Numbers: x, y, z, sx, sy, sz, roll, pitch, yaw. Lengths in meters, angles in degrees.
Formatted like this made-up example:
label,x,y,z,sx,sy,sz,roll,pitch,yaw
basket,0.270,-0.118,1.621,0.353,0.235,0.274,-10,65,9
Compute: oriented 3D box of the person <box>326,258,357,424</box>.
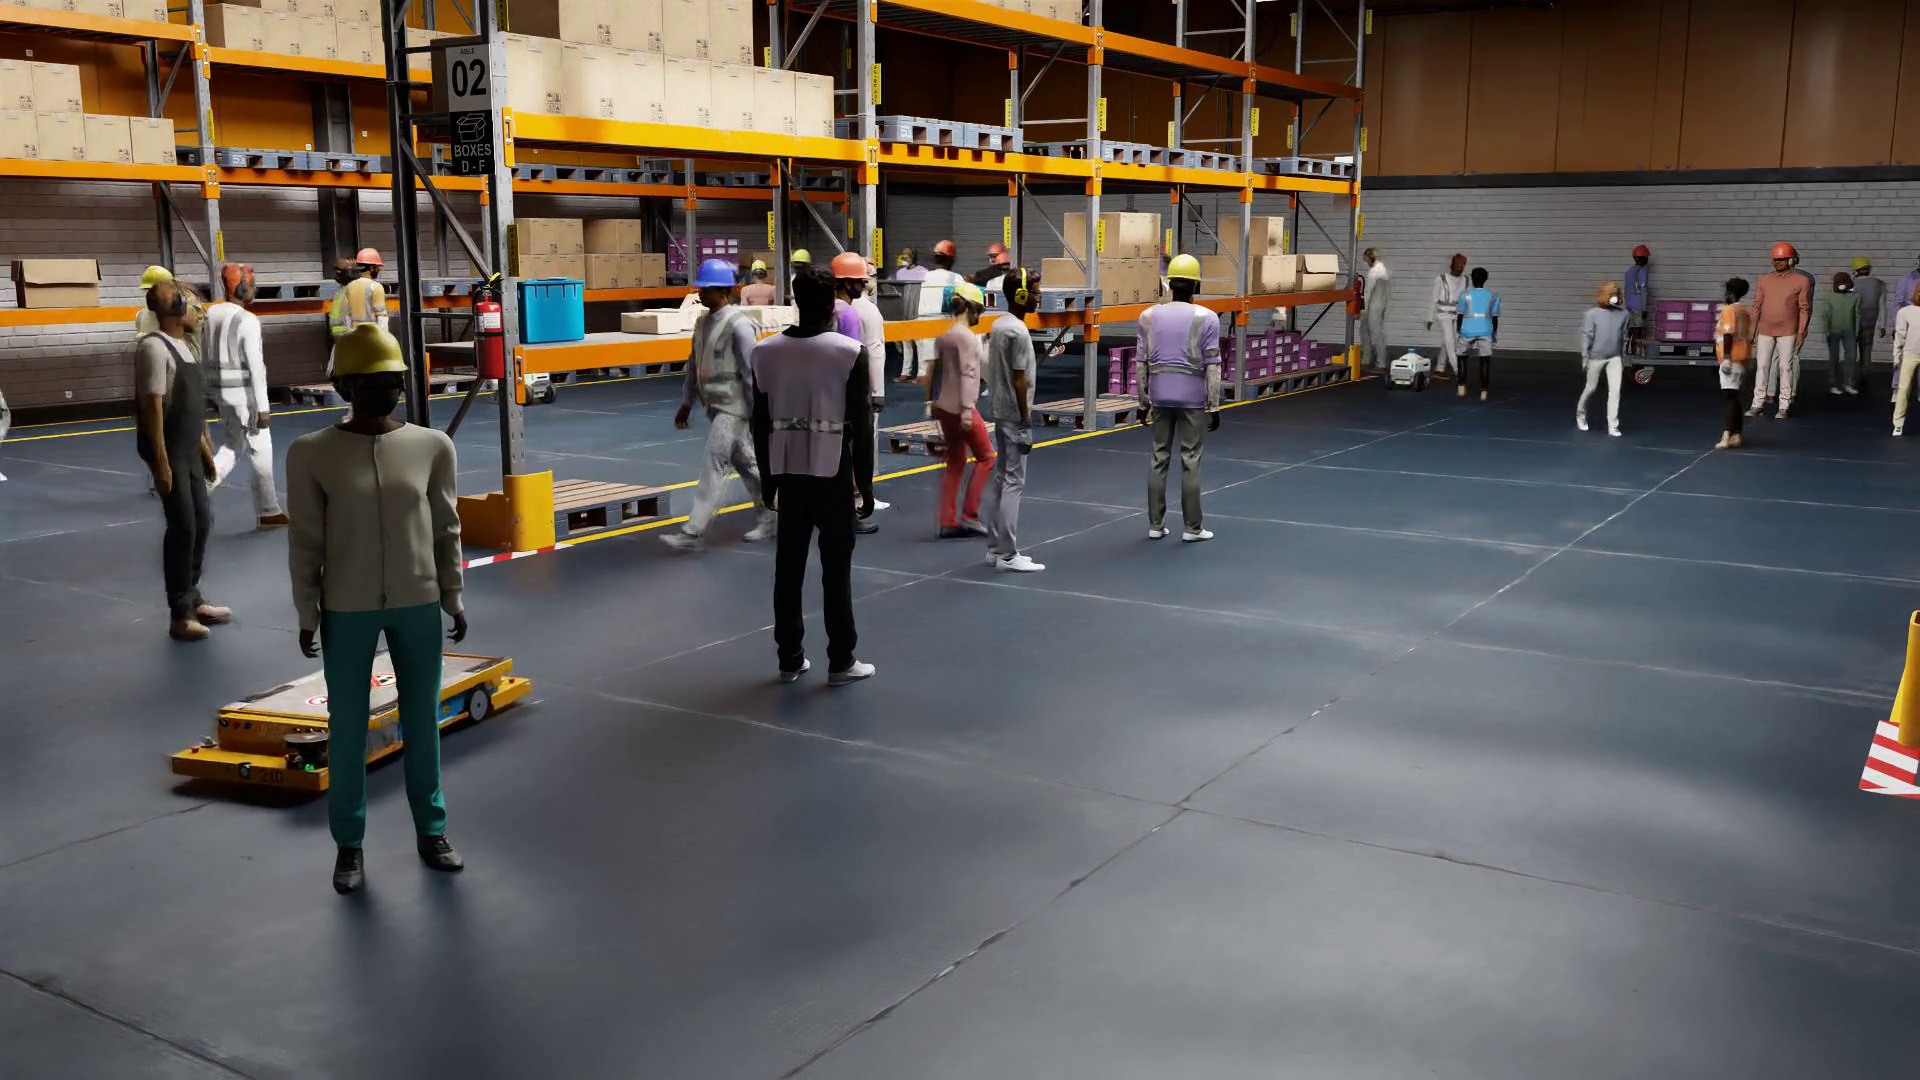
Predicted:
label,x,y,z,sx,sy,sz,roll,pitch,yaw
person,-6.662,-2.152,18.144,0.463,1.823,0.639,-8,13,-36

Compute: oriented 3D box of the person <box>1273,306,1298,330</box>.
label,x,y,z,sx,sy,sz,roll,pitch,yaw
person,4.972,-3.368,25.457,0.364,1.618,0.527,-8,13,-37

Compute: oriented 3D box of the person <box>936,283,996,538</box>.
label,x,y,z,sx,sy,sz,roll,pitch,yaw
person,0.062,-0.864,11.273,0.507,1.722,0.586,-3,11,-18

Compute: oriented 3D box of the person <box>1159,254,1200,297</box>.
label,x,y,z,sx,sy,sz,roll,pitch,yaw
person,3.027,-3.045,23.083,0.625,1.836,0.428,1,10,3

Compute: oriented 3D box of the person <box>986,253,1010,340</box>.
label,x,y,z,sx,sy,sz,roll,pitch,yaw
person,0.613,-2.859,22.007,0.548,1.846,1.063,-1,10,-4

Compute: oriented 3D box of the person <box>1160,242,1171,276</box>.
label,x,y,z,sx,sy,sz,roll,pitch,yaw
person,3.058,-3.430,24.733,0.623,1.997,0.977,9,14,41

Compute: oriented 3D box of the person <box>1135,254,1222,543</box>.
label,x,y,z,sx,sy,sz,roll,pitch,yaw
person,1.476,-0.943,11.174,0.595,1.923,0.377,6,12,29

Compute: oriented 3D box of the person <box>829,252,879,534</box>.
label,x,y,z,sx,sy,sz,roll,pitch,yaw
person,-0.790,-1.012,11.521,0.379,1.938,0.547,-5,11,-24

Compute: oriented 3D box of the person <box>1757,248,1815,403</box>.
label,x,y,z,sx,sy,sz,roll,pitch,yaw
person,10.253,-2.666,20.696,0.629,1.937,0.379,2,10,9

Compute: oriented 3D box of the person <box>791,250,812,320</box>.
label,x,y,z,sx,sy,sz,roll,pitch,yaw
person,-1.930,-2.696,20.972,0.599,1.885,0.898,5,11,26

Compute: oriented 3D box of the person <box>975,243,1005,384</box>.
label,x,y,z,sx,sy,sz,roll,pitch,yaw
person,0.515,-3.095,22.974,0.625,1.975,0.462,5,11,25

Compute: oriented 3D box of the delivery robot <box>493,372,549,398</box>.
label,x,y,z,sx,sy,sz,roll,pitch,yaw
delivery robot,-5.420,-1.990,20.516,0.707,0.478,0.477,6,12,28

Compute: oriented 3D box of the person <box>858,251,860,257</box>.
label,x,y,z,sx,sy,sz,roll,pitch,yaw
person,-1.584,-3.969,28.095,0.336,1.873,0.521,-4,11,-23

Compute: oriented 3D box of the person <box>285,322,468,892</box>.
label,x,y,z,sx,sy,sz,roll,pitch,yaw
person,-1.821,0.207,5.237,0.532,1.772,0.300,-6,12,-31

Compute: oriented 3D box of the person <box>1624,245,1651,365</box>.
label,x,y,z,sx,sy,sz,roll,pitch,yaw
person,10.811,-3.722,26.531,0.355,1.941,0.548,-2,10,-9

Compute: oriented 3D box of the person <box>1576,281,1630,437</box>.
label,x,y,z,sx,sy,sz,roll,pitch,yaw
person,6.738,-1.913,17.454,0.509,1.601,0.817,0,10,-2

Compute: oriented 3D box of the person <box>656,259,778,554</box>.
label,x,y,z,sx,sy,sz,roll,pitch,yaw
person,-1.556,-0.876,10.890,1.008,1.898,0.599,-7,12,-33

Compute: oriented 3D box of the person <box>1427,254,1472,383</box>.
label,x,y,z,sx,sy,sz,roll,pitch,yaw
person,7.083,-3.172,23.821,0.613,1.813,1.059,-3,11,-17

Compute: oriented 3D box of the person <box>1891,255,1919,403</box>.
label,x,y,z,sx,sy,sz,roll,pitch,yaw
person,11.894,-2.632,20.586,0.644,1.907,0.400,3,11,18

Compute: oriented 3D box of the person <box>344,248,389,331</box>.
label,x,y,z,sx,sy,sz,roll,pitch,yaw
person,-6.303,-2.148,17.825,0.552,1.932,0.377,6,12,29

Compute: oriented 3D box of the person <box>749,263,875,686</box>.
label,x,y,z,sx,sy,sz,roll,pitch,yaw
person,-0.663,-0.287,7.559,0.591,1.919,0.391,4,11,20

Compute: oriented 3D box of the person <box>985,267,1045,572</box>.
label,x,y,z,sx,sy,sz,roll,pitch,yaw
person,0.335,-0.728,10.181,0.317,1.859,0.519,-3,11,-17

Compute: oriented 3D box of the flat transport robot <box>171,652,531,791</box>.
label,x,y,z,sx,sy,sz,roll,pitch,yaw
flat transport robot,-2.412,0.683,6.749,0.652,0.197,1.431,3,11,17

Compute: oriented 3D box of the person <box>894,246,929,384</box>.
label,x,y,z,sx,sy,sz,roll,pitch,yaw
person,-0.665,-3.167,23.485,0.629,1.931,0.371,9,13,40

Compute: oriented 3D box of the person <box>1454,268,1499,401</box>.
label,x,y,z,sx,sy,sz,roll,pitch,yaw
person,6.550,-2.607,21.097,0.549,1.672,0.486,0,10,2

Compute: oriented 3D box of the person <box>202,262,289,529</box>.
label,x,y,z,sx,sy,sz,roll,pitch,yaw
person,-5.015,-0.980,11.518,0.625,1.871,0.685,6,12,32

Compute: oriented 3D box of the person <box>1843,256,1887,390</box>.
label,x,y,z,sx,sy,sz,roll,pitch,yaw
person,12.177,-2.933,22.554,0.634,1.797,0.637,3,11,19

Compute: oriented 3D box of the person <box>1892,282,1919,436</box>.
label,x,y,z,sx,sy,sz,roll,pitch,yaw
person,9.885,-1.865,17.127,0.500,1.626,0.284,4,11,22

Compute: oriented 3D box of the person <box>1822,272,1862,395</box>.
label,x,y,z,sx,sy,sz,roll,pitch,yaw
person,11.535,-2.697,21.757,0.511,1.600,0.585,2,10,9

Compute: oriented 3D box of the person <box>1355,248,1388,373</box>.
label,x,y,z,sx,sy,sz,roll,pitch,yaw
person,6.226,-3.493,25.363,0.719,1.902,0.632,4,11,19

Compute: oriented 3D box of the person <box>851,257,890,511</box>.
label,x,y,z,sx,sy,sz,roll,pitch,yaw
person,-0.750,-1.165,12.494,0.402,1.900,0.647,-7,12,-34

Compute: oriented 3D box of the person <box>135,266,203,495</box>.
label,x,y,z,sx,sy,sz,roll,pitch,yaw
person,-6.250,-1.246,13.152,0.591,1.823,0.405,3,11,16

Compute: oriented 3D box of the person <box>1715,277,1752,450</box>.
label,x,y,z,sx,sy,sz,roll,pitch,yaw
person,7.512,-1.718,16.212,0.320,1.663,0.661,9,13,40

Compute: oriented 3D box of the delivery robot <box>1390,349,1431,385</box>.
label,x,y,z,sx,sy,sz,roll,pitch,yaw
delivery robot,6.080,-2.335,22.426,0.477,0.478,0.707,7,12,34

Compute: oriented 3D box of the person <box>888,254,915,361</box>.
label,x,y,z,sx,sy,sz,roll,pitch,yaw
person,-0.941,-3.927,28.107,0.610,1.794,0.872,-1,10,-4

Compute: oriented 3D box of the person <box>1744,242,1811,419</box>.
label,x,y,z,sx,sy,sz,roll,pitch,yaw
person,9.289,-2.373,18.904,0.622,1.993,0.383,10,14,44

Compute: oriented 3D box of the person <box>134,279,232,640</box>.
label,x,y,z,sx,sy,sz,roll,pitch,yaw
person,-4.009,-0.407,8.503,0.339,1.820,0.597,-1,10,-4

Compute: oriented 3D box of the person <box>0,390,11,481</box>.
label,x,y,z,sx,sy,sz,roll,pitch,yaw
person,-8.198,-1.326,13.841,0.489,1.726,0.394,4,11,20

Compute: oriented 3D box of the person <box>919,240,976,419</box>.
label,x,y,z,sx,sy,sz,roll,pitch,yaw
person,-0.143,-2.408,19.055,0.633,2.004,0.954,6,12,31

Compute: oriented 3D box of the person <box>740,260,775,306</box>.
label,x,y,z,sx,sy,sz,roll,pitch,yaw
person,-2.577,-2.721,21.477,0.533,1.765,0.329,-4,11,-20

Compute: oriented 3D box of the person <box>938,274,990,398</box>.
label,x,y,z,sx,sy,sz,roll,pitch,yaw
person,0.148,-2.629,21.442,0.809,1.599,0.519,-7,13,-36
